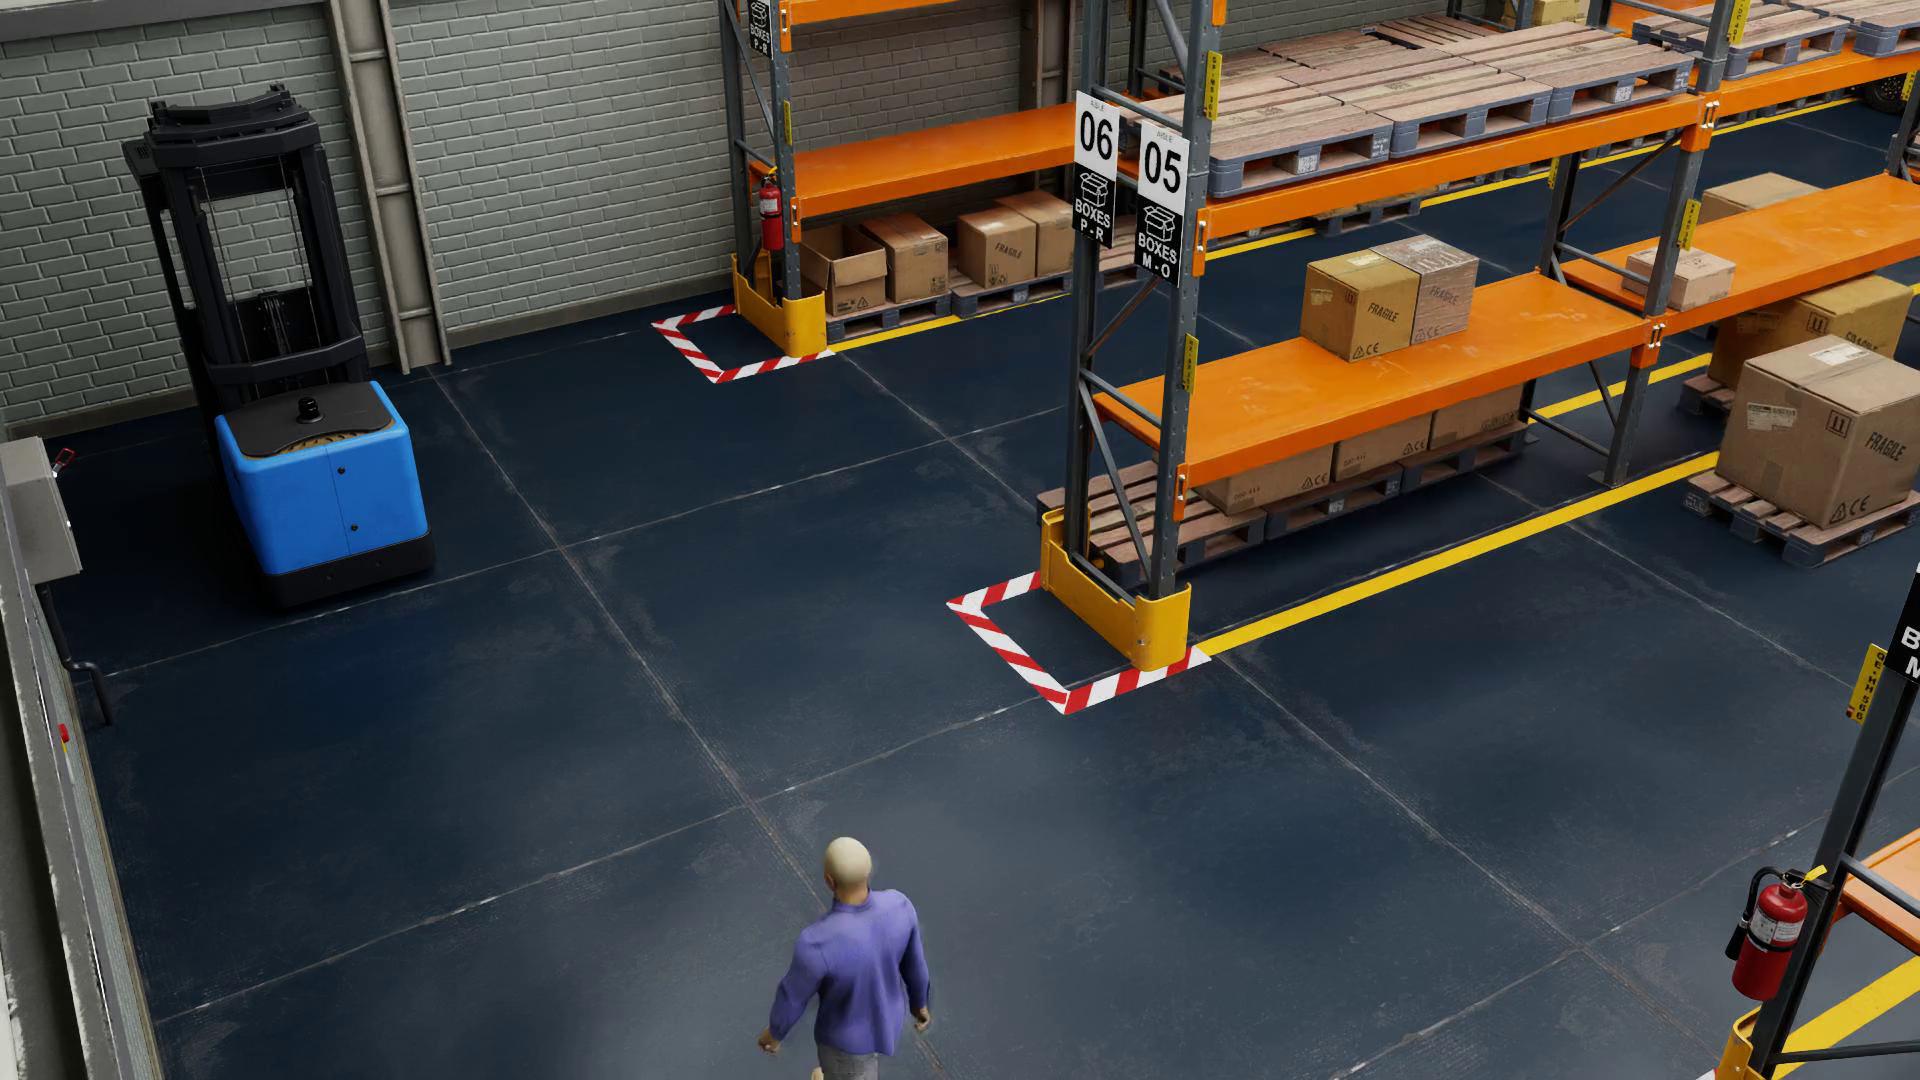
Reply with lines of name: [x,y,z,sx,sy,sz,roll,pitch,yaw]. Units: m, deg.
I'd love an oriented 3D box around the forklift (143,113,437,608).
forklift: [-4.289,-1.259,10.509,1.129,2.768,1.873,-17,36,-26]

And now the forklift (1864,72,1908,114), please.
forklift: [11.468,-5.645,18.244,1.214,2.155,2.313,-17,36,-26]

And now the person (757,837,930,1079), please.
person: [-0.482,1.845,6.528,0.622,1.761,0.861,-25,39,-34]
